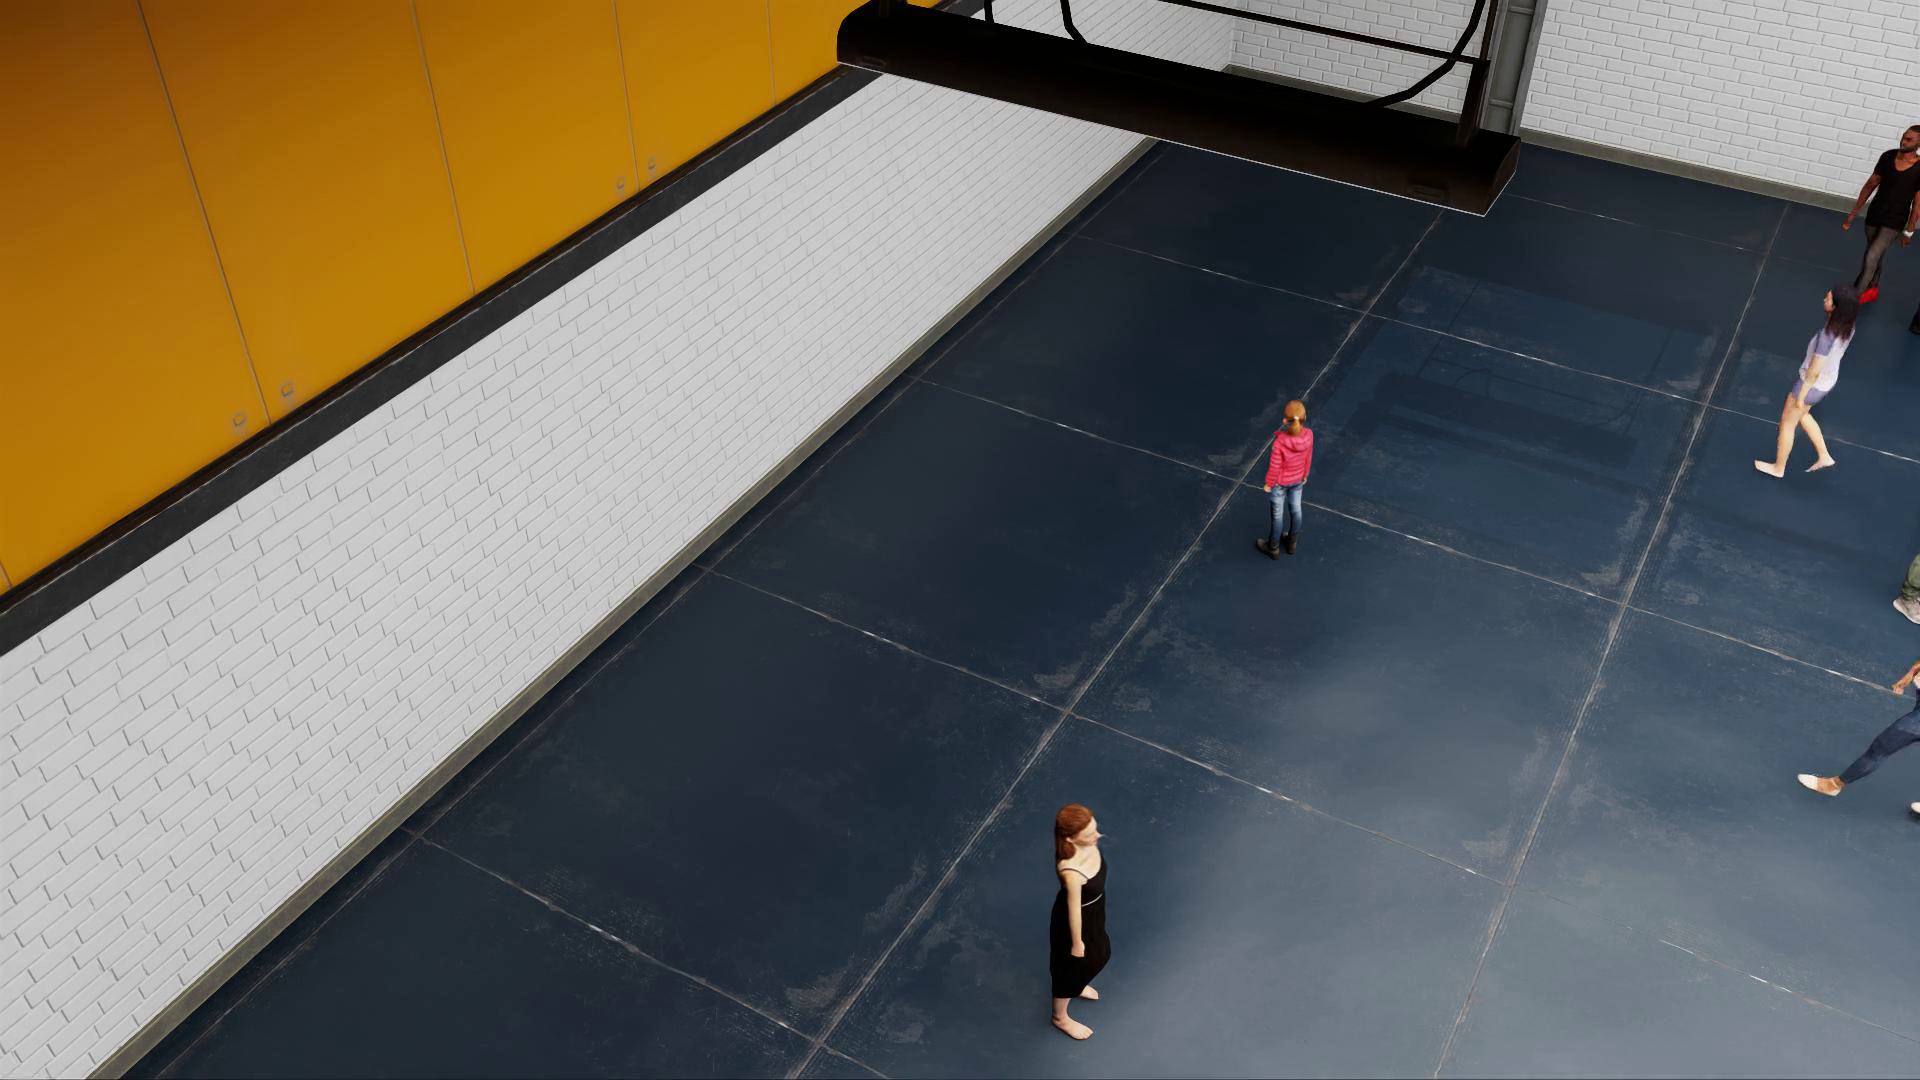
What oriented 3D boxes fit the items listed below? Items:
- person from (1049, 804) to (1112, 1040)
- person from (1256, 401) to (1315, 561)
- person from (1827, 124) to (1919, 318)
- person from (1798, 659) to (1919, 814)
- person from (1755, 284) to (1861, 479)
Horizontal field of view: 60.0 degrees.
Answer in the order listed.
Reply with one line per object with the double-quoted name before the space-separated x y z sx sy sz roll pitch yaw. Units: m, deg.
"person" 0.611 1.995 8.848 0.648 1.625 0.626 9 40 11
"person" 2.400 -0.435 12.140 0.597 1.314 0.642 -14 41 -17
"person" 8.321 -2.861 14.806 1.040 1.778 1.024 -15 41 -18
"person" 5.909 1.045 9.951 1.201 1.732 0.743 13 41 16
"person" 6.608 -1.153 12.716 0.725 1.717 0.845 -30 47 -32
